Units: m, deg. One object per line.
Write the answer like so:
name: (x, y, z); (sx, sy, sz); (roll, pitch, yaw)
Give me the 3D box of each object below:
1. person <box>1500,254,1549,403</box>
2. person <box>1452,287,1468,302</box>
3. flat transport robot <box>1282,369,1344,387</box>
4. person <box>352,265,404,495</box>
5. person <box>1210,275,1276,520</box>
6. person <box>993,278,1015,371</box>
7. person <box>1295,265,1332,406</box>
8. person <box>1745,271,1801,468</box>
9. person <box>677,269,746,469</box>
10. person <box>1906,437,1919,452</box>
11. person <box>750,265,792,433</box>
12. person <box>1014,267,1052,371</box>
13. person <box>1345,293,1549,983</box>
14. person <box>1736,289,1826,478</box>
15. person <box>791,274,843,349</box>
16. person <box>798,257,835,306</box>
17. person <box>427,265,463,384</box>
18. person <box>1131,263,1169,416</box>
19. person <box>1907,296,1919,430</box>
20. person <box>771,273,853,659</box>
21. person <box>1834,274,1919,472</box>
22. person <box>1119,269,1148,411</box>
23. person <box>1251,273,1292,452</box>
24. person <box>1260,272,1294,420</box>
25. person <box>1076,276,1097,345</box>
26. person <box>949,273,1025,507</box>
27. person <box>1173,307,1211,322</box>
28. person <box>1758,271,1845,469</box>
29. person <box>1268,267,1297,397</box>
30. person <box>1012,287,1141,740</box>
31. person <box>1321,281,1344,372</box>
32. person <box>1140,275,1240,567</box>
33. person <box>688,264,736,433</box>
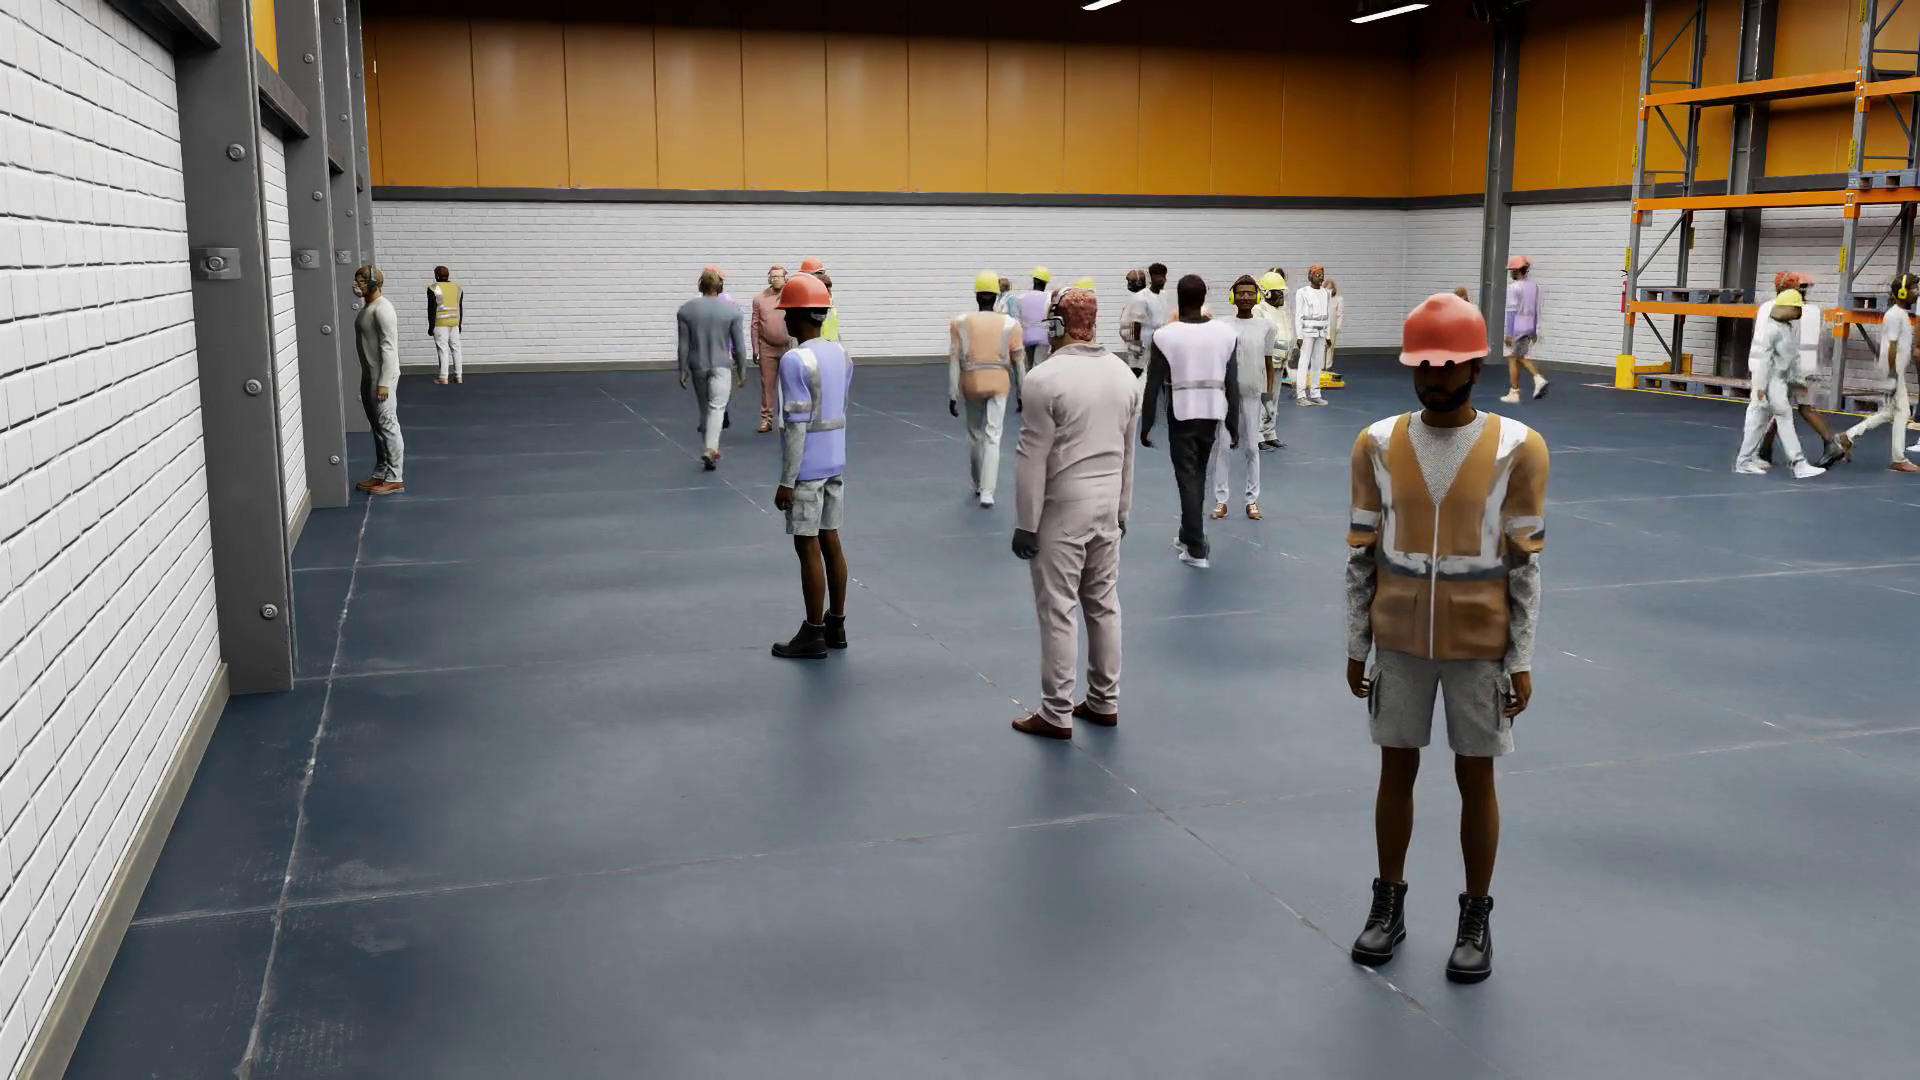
person: (7.619, -2.845, 22.511); (0.637, 2.021, 0.608); (-7, 12, -35)
person: (6.790, -2.647, 22.637); (0.516, 1.578, 0.922); (4, 10, 20)
flat transport robot: (5.272, -2.496, 25.553); (0.652, 0.197, 1.431); (-3, 10, -15)
person: (-4.956, -1.358, 14.142); (0.373, 1.940, 0.627); (-7, 12, -33)
person: (2.160, -1.088, 12.763); (0.513, 1.877, 0.328); (1, 10, 8)
person: (0.748, -3.624, 28.160); (0.412, 1.627, 0.520); (-5, 11, -27)
person: (4.733, -2.731, 22.250); (0.574, 1.883, 0.355); (-5, 11, -29)
person: (7.701, -1.627, 15.903); (0.378, 1.878, 0.760); (1, 10, 4)
person: (-2.380, -1.630, 15.862); (0.642, 1.903, 0.982); (1, 10, 4)
person: (10.102, -1.642, 16.763); (0.532, 1.602, 0.840); (-5, 11, -27)
person: (-2.063, -2.169, 18.932); (0.641, 1.908, 0.408); (0, 10, 0)
person: (0.977, -2.564, 21.380); (0.583, 1.866, 1.056); (3, 10, 19)
person: (1.343, 0.281, 4.683); (0.542, 1.933, 0.382); (5, 11, 26)
person: (7.527, -1.413, 15.116); (0.867, 1.701, 0.501); (9, 13, 42)
person: (-1.338, -1.773, 16.871); (0.739, 1.818, 0.662); (6, 11, 30)
person: (-1.642, -2.186, 18.768); (0.379, 1.996, 0.611); (5, 11, 27)
person: (-8.057, -3.357, 25.997); (0.430, 1.845, 0.624); (8, 12, 38)
person: (2.425, -2.474, 20.686); (0.622, 1.911, 0.908); (-9, 13, -41)
person: (11.288, -2.278, 19.174); (0.683, 2.000, 0.535); (0, 10, 1)
person: (-0.765, -0.366, 8.399); (0.356, 1.939, 0.543); (4, 11, 24)
person: (8.705, -1.567, 15.599); (0.721, 1.854, 0.513); (6, 11, 30)
person: (2.217, -2.478, 20.927); (0.429, 1.839, 0.622); (-1, 10, -6)
person: (3.217, -1.831, 17.183); (0.403, 1.835, 0.588); (8, 13, 39)
person: (3.798, -2.328, 20.134); (0.621, 1.801, 0.821); (-4, 10, -19)
person: (1.469, -2.456, 21.005); (0.553, 1.747, 0.580); (-8, 13, -38)
person: (0.225, -1.239, 13.639); (0.615, 1.869, 1.004); (1, 10, 3)
person: (2.803, -2.299, 20.294); (0.452, 1.682, 0.546); (-9, 14, -44)
person: (8.015, -1.604, 15.796); (0.557, 1.881, 0.889); (-3, 10, -19)
person: (4.447, -2.887, 23.267); (0.728, 1.840, 0.547); (4, 10, 20)
person: (0.469, -0.116, 7.073); (0.641, 1.902, 0.402); (-9, 13, -42)
person: (6.140, -3.530, 27.776); (0.487, 1.577, 0.929); (2, 10, 10)
person: (1.483, -0.802, 11.046); (0.629, 1.888, 0.819); (-3, 10, -18)
person: (-2.813, -2.156, 18.822); (0.627, 1.914, 0.509); (-5, 11, -27)
